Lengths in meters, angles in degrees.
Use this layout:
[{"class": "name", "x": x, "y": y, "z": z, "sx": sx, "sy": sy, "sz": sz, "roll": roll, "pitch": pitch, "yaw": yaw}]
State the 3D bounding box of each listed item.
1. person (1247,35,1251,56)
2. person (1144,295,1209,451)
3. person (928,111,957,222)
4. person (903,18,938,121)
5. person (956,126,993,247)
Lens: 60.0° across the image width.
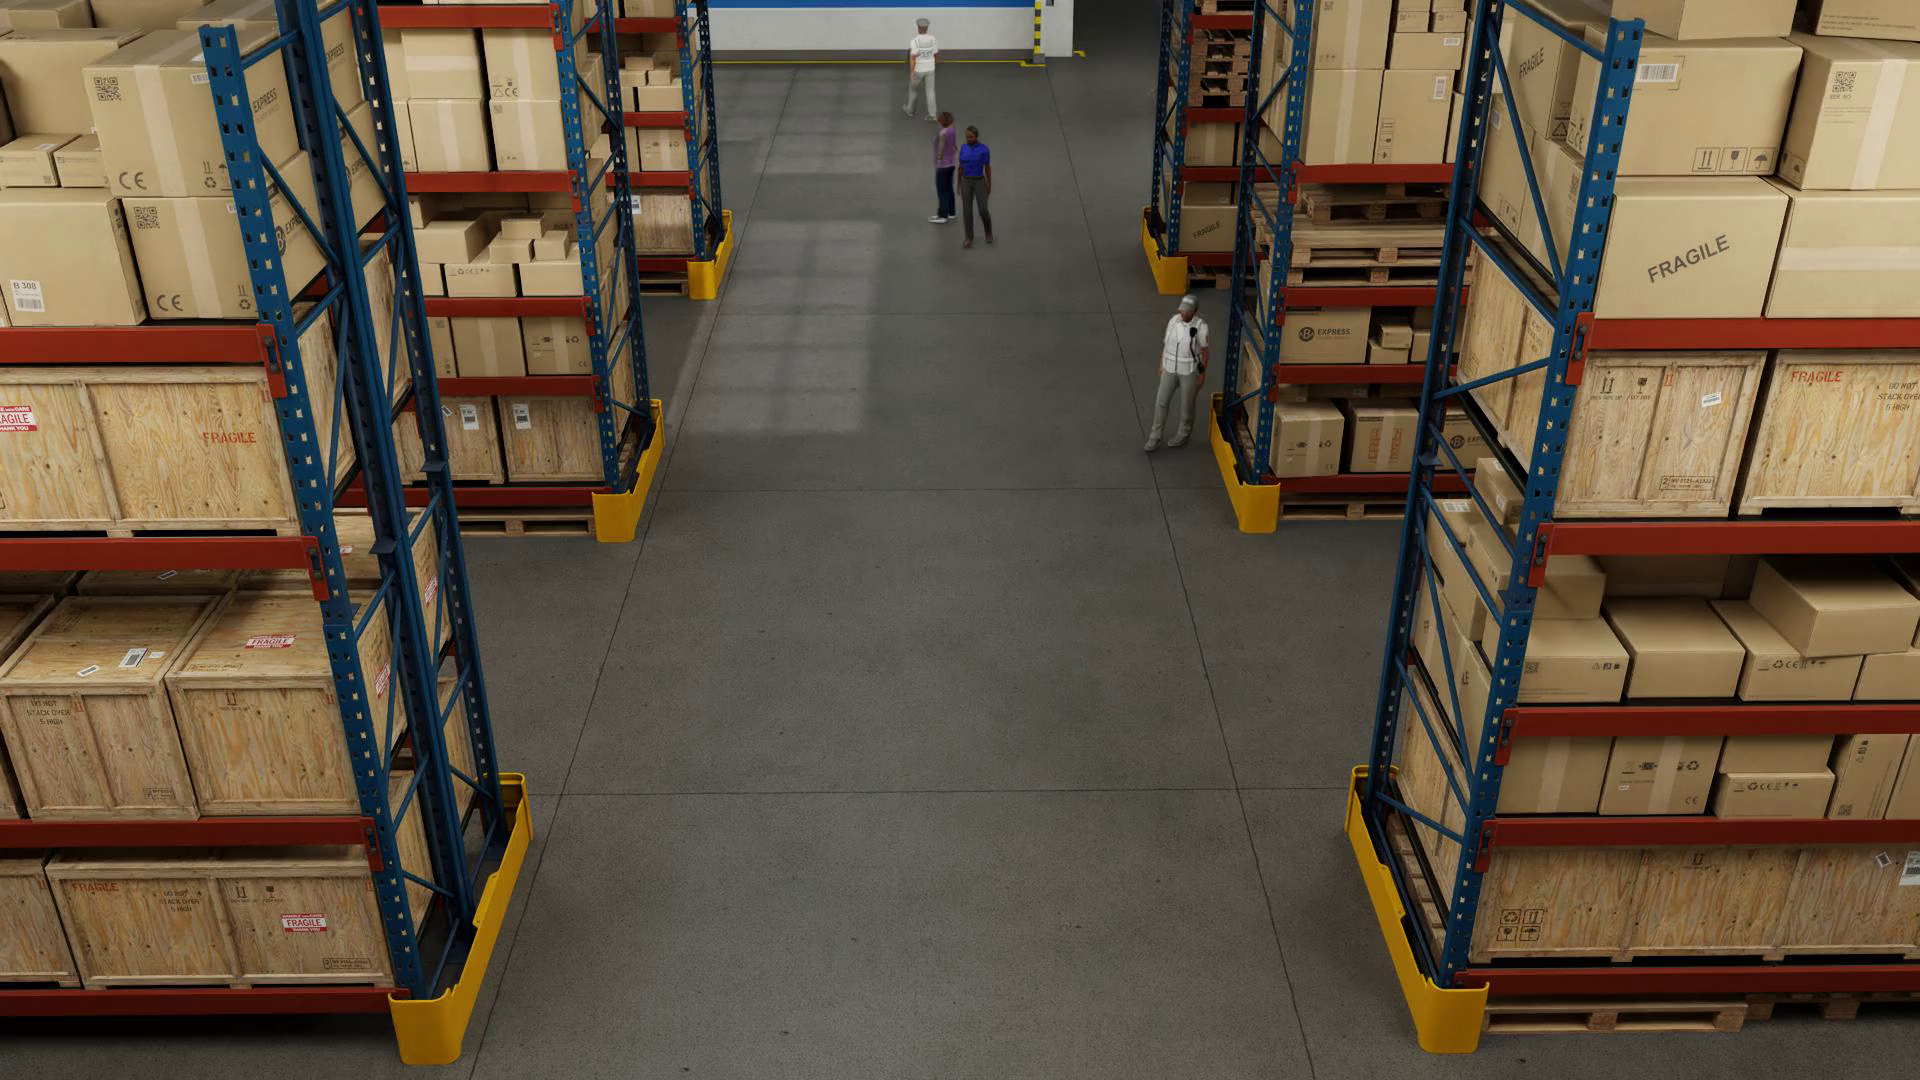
[{"class": "person", "x": 5.232, "y": -8.900, "z": 30.470, "sx": 0.925, "sy": 1.760, "sz": 0.547, "roll": -4, "pitch": 29, "yaw": -8}, {"class": "person", "x": 2.244, "y": -1.703, "z": 17.175, "sx": 0.504, "sy": 1.666, "sz": 0.620, "roll": 15, "pitch": 32, "yaw": 25}, {"class": "person", "x": -0.237, "y": -5.430, "z": 24.154, "sx": 0.360, "sy": 1.605, "sz": 0.418, "roll": 14, "pitch": 31, "yaw": 25}, {"class": "person", "x": -0.690, "y": -8.354, "z": 29.427, "sx": 0.559, "sy": 1.756, "sz": 0.860, "roll": -10, "pitch": 30, "yaw": -18}, {"class": "person", "x": 0.202, "y": -4.938, "z": 23.206, "sx": 0.502, "sy": 1.682, "sz": 0.511, "roll": 8, "pitch": 29, "yaw": 14}]
